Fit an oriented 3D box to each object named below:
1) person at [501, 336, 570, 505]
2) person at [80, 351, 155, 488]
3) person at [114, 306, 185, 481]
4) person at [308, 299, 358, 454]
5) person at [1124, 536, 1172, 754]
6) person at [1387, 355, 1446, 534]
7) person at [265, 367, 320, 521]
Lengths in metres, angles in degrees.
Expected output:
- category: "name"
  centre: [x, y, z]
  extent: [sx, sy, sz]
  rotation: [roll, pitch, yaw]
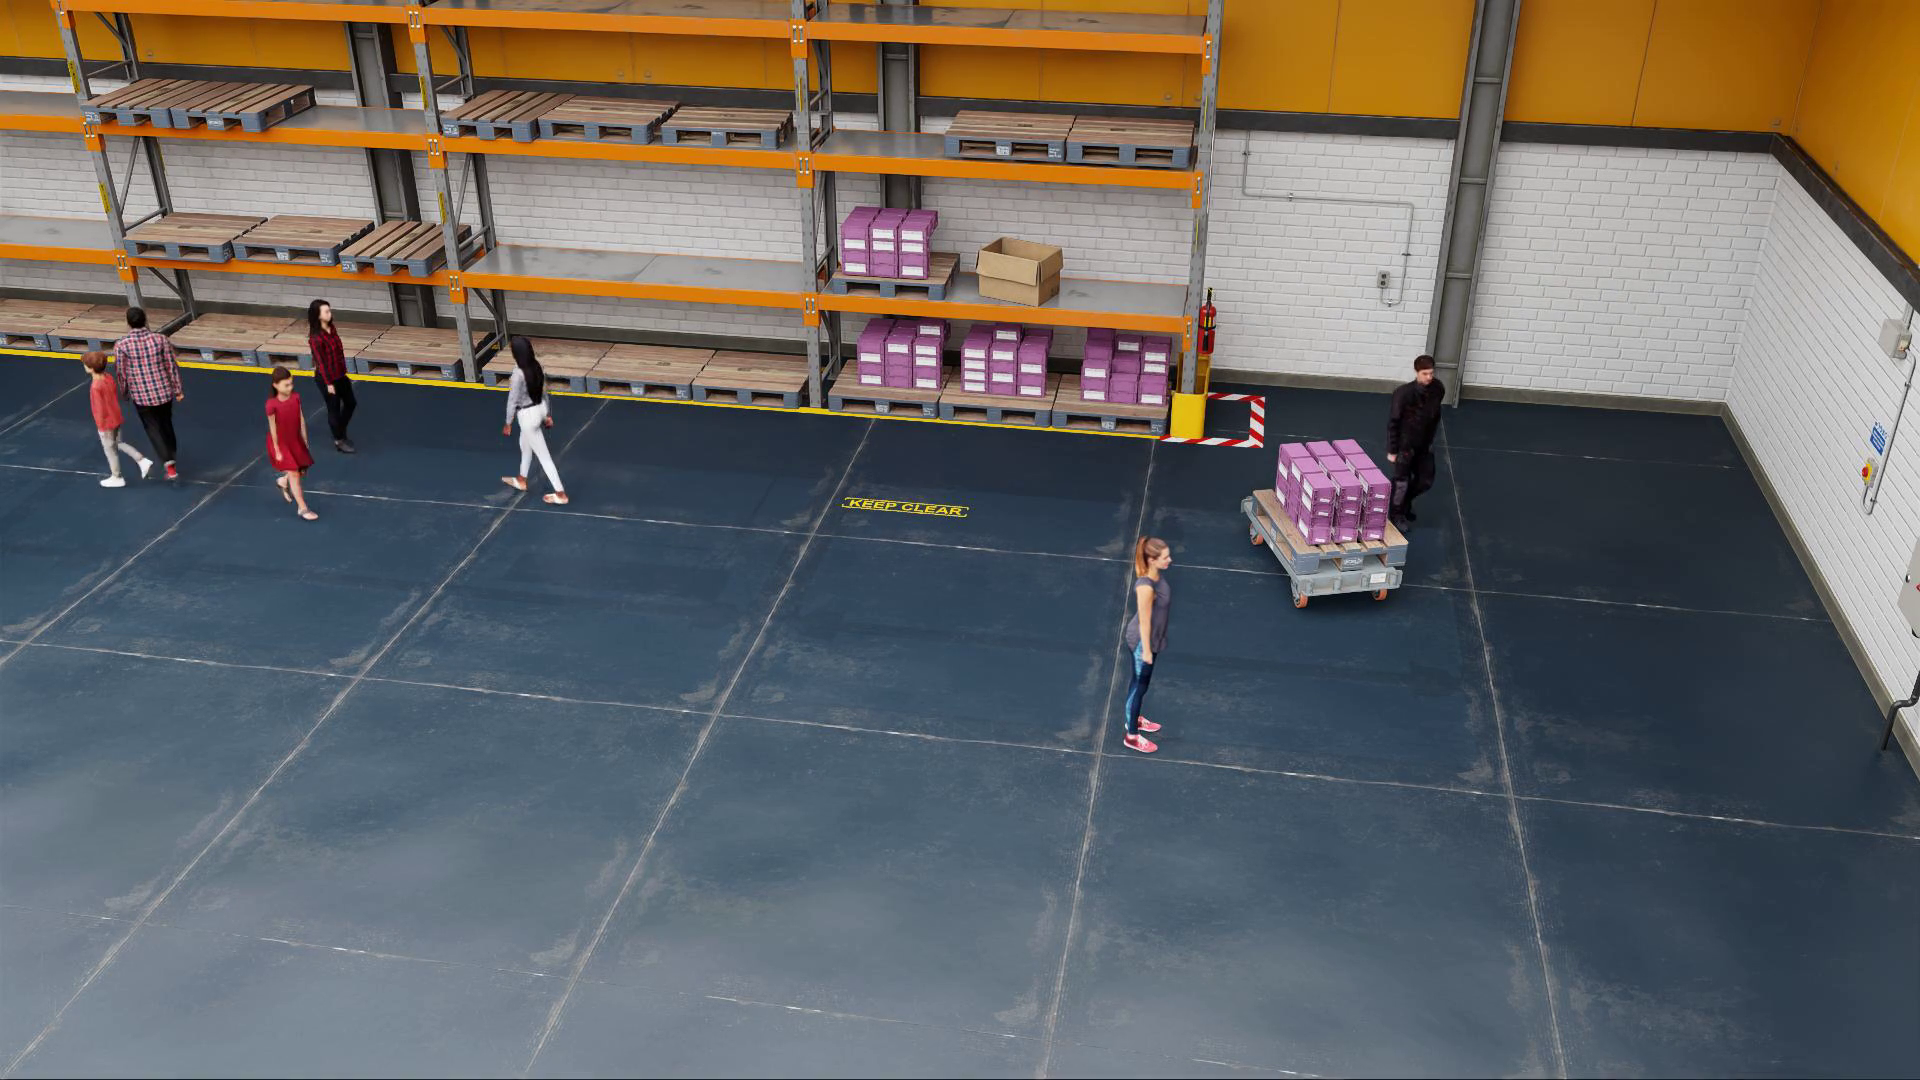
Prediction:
- category: "person"
  centre: [-3.962, -1.098, 15.721]
  extent: [1.040, 1.692, 0.692]
  rotation: [9, 30, 15]
- category: "person"
  centre: [-8.194, -1.170, 16.148]
  extent: [0.794, 1.409, 0.609]
  rotation: [-1, 29, -1]
- category: "person"
  centre: [-7.888, -1.412, 16.241]
  extent: [1.089, 1.745, 1.202]
  rotation: [-23, 36, -36]
- category: "person"
  centre: [-6.414, -1.638, 16.755]
  extent: [0.544, 1.649, 0.592]
  rotation: [3, 29, 6]
- category: "person"
  centre: [1.376, 0.745, 12.311]
  extent: [0.537, 1.722, 0.570]
  rotation: [7, 29, 12]
- category: "person"
  centre: [4.107, -0.936, 15.302]
  extent: [0.883, 1.809, 0.968]
  rotation: [-12, 31, -20]
- category: "person"
  centre: [-6.355, -0.923, 15.577]
  extent: [0.903, 1.524, 0.724]
  rotation: [17, 33, 28]
